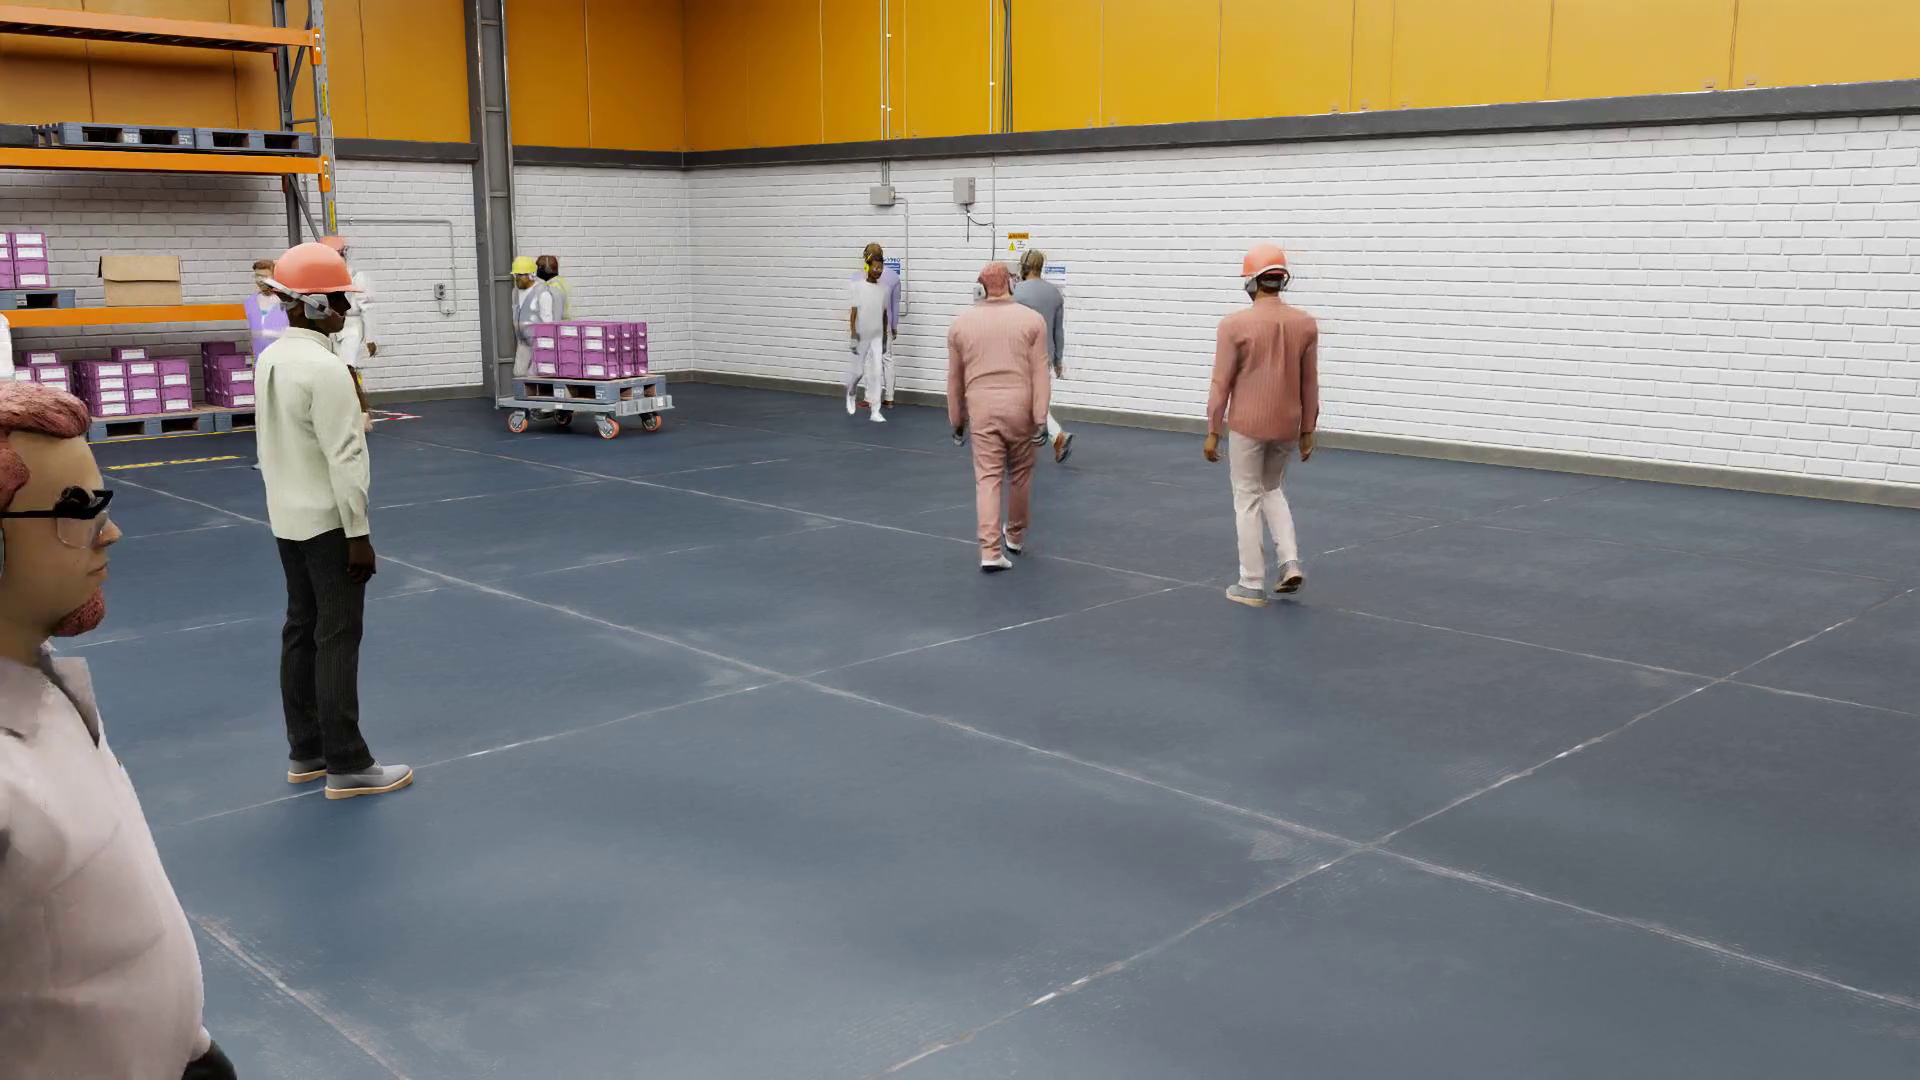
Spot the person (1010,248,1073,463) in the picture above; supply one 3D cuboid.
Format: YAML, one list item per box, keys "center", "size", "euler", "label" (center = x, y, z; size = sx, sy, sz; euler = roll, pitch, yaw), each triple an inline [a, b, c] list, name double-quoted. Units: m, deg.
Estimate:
- center: [0.702, -1.608, 14.681]
  size: [0.795, 1.915, 0.632]
  euler: [10, 14, 43]
  label: "person"

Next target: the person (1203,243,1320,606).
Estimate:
- center: [1.632, -0.621, 9.102]
  size: [0.618, 1.982, 0.432]
  euler: [-5, 11, -25]
  label: "person"

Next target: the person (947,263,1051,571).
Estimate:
- center: [0.245, -0.764, 10.242]
  size: [0.664, 1.848, 0.973]
  euler: [2, 11, 11]
  label: "person"

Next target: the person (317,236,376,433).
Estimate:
- center: [-6.258, -2.029, 16.702]
  size: [0.629, 2.004, 0.789]
  euler: [5, 12, 25]
  label: "person"

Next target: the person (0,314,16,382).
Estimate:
- center: [-5.749, -0.727, 9.996]
  size: [0.795, 1.857, 0.608]
  euler: [0, 10, 0]
  label: "person"

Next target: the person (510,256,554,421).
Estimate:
- center: [-4.657, -2.180, 18.107]
  size: [0.626, 1.797, 0.501]
  euler: [7, 13, 35]
  label: "person"

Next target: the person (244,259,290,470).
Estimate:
- center: [-5.963, -1.551, 14.607]
  size: [0.582, 1.818, 0.789]
  euler: [2, 11, 13]
  label: "person"

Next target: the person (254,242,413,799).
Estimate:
- center: [-2.299, -0.064, 6.019]
  size: [0.622, 1.994, 0.381]
  euler: [10, 14, 43]
  label: "person"

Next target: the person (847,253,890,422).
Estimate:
- center: [-1.034, -2.235, 18.302]
  size: [0.541, 1.837, 0.804]
  euler: [-5, 11, -25]
  label: "person"

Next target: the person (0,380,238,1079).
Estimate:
- center: [-1.045, 0.736, 2.017]
  size: [0.981, 1.854, 0.657]
  euler: [-5, 12, -26]
  label: "person"

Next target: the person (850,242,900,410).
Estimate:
- center: [-0.992, -2.484, 19.370]
  size: [0.629, 1.939, 0.371]
  euler: [-6, 12, -31]
  label: "person"

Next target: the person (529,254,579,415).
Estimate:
- center: [-4.560, -2.277, 18.582]
  size: [0.805, 1.816, 0.640]
  euler: [-2, 11, -11]
  label: "person"
